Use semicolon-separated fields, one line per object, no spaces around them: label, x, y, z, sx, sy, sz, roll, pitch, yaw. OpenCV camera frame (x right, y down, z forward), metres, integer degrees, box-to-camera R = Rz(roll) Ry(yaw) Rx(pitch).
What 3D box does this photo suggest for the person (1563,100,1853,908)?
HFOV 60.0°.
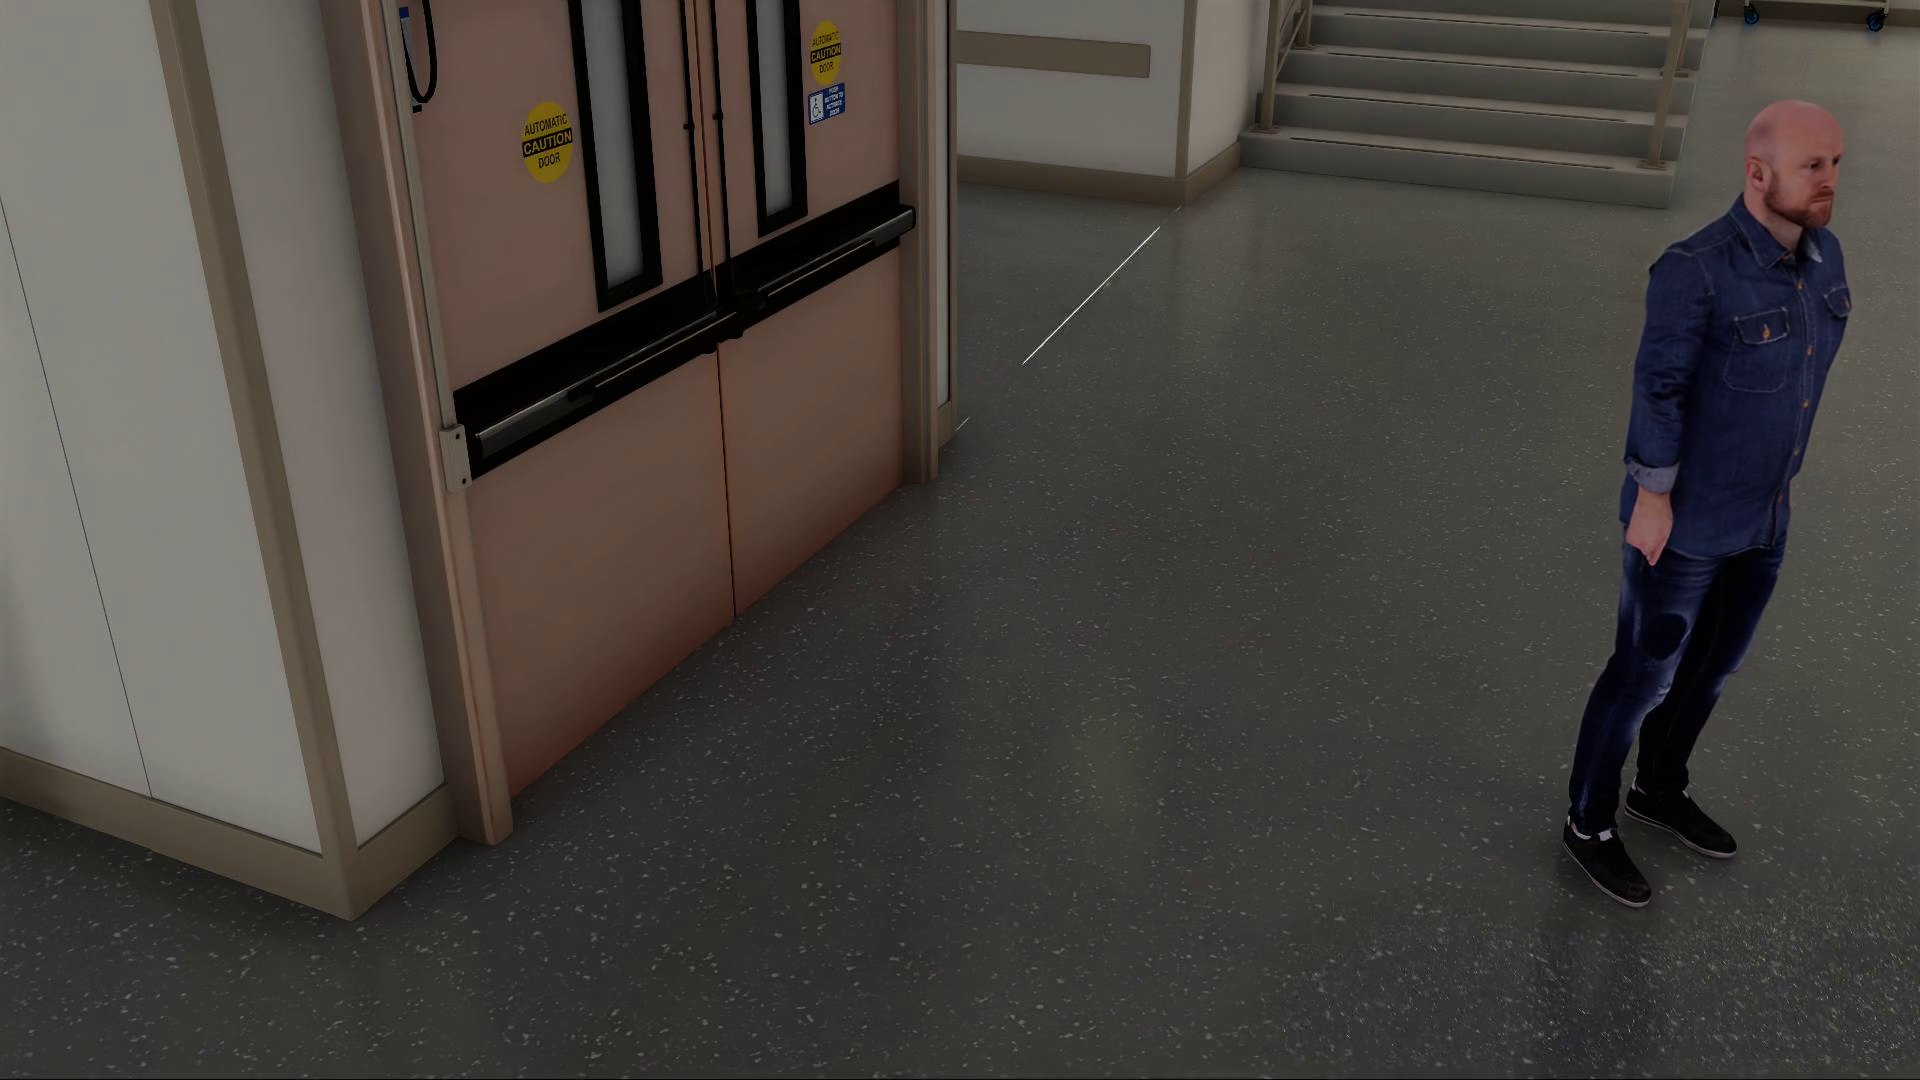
person;1.683;-0.059;3.725;0.733;1.825;0.864;-16;30;-29
